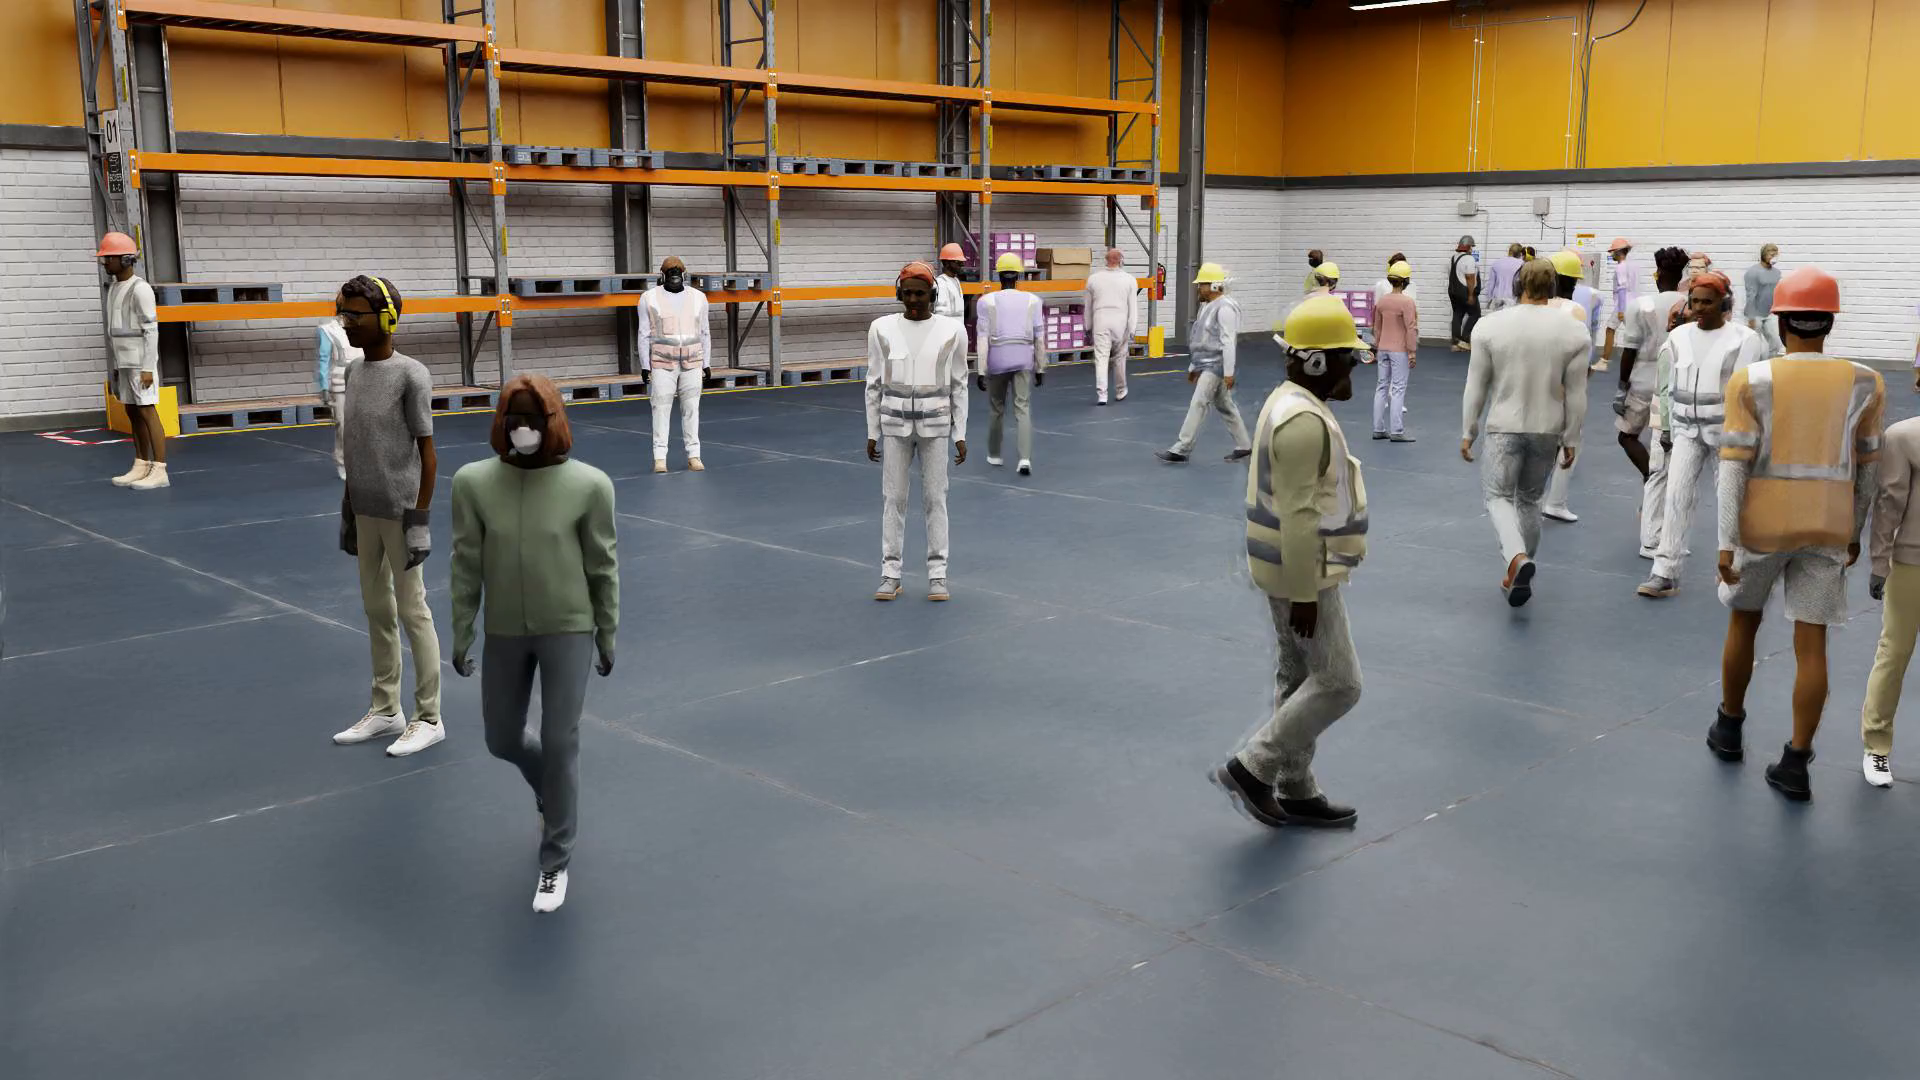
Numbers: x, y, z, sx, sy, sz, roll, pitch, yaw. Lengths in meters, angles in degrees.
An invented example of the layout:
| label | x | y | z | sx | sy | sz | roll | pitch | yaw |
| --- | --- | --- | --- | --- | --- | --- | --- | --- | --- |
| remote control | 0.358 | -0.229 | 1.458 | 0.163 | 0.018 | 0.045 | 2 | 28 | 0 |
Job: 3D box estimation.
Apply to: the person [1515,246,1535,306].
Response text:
| label | x | y | z | sx | sy | sz | roll | pitch | yaw |
| --- | --- | --- | --- | --- | --- | --- | --- | --- | --- |
| person | 9.528 | -3.987 | 27.817 | 0.540 | 1.845 | 0.394 | -7 | 13 | -34 |

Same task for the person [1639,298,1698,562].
| label | x | y | z | sx | sy | sz | roll | pitch | yaw |
| --- | --- | --- | --- | --- | --- | --- | --- | --- | --- |
| person | 4.464 | -0.687 | 10.390 | 0.311 | 1.636 | 0.522 | 8 | 13 | 36 |

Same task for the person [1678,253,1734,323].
| label | x | y | z | sx | sy | sz | roll | pitch | yaw |
| --- | --- | --- | --- | --- | --- | --- | --- | --- | --- |
| person | 7.078 | -1.836 | 16.072 | 0.659 | 1.865 | 0.985 | 9 | 14 | 41 |

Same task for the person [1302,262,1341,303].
| label | x | y | z | sx | sy | sz | roll | pitch | yaw |
| --- | --- | --- | --- | --- | --- | --- | --- | --- | --- |
| person | 3.672 | -1.934 | 16.867 | 0.373 | 1.750 | 0.537 | -6 | 12 | -30 |

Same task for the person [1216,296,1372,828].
| label | x | y | z | sx | sy | sz | roll | pitch | yaw |
| --- | --- | --- | --- | --- | --- | --- | --- | --- | --- |
| person | 1.163 | 0.100 | 5.583 | 0.414 | 1.822 | 0.615 | 1 | 10 | 8 |

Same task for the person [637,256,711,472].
| label | x | y | z | sx | sy | sz | roll | pitch | yaw |
| --- | --- | --- | --- | --- | --- | --- | --- | --- | --- |
| person | -2.437 | -1.502 | 14.277 | 0.634 | 1.842 | 0.429 | -4 | 11 | -21 |

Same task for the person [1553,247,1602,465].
| label | x | y | z | sx | sy | sz | roll | pitch | yaw |
| --- | --- | --- | --- | --- | --- | --- | --- | --- | --- |
| person | 5.272 | -1.577 | 14.480 | 0.543 | 1.914 | 0.419 | 0 | 10 | -2 |

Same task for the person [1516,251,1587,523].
| label | x | y | z | sx | sy | sz | roll | pitch | yaw |
| --- | --- | --- | --- | --- | --- | --- | --- | --- | --- |
| person | 4.168 | -1.051 | 11.626 | 0.591 | 1.906 | 0.622 | -6 | 12 | -31 |

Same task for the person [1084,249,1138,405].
| label | x | y | z | sx | sy | sz | roll | pitch | yaw |
| --- | --- | --- | --- | --- | --- | --- | --- | --- | --- |
| person | 1.822 | -2.566 | 20.070 | 0.663 | 1.848 | 1.007 | 2 | 11 | 12 |

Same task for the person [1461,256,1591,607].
| label | x | y | z | sx | sy | sz | roll | pitch | yaw |
| --- | --- | --- | --- | --- | --- | --- | --- | --- | --- |
| person | 3.073 | -0.575 | 9.033 | 0.639 | 1.915 | 0.771 | 1 | 10 | 6 |

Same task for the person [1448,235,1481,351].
| label | x | y | z | sx | sy | sz | roll | pitch | yaw |
| --- | --- | --- | --- | --- | --- | --- | --- | --- | --- |
| person | 8.791 | -4.295 | 28.966 | 0.535 | 2.000 | 0.709 | -3 | 11 | -16 |

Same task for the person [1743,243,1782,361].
| label | x | y | z | sx | sy | sz | roll | pitch | yaw |
| --- | --- | --- | --- | --- | --- | --- | --- | --- | --- |
| person | 10.432 | -2.884 | 21.619 | 0.640 | 1.921 | 0.541 | -4 | 11 | -21 |

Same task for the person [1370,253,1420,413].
| label | x | y | z | sx | sy | sz | roll | pitch | yaw |
| --- | --- | --- | --- | --- | --- | --- | --- | --- | --- |
| person | 5.048 | -2.422 | 19.339 | 0.533 | 1.833 | 0.951 | -2 | 11 | -9 |

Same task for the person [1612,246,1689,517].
| label | x | y | z | sx | sy | sz | roll | pitch | yaw |
| --- | --- | --- | --- | --- | --- | --- | --- | --- | --- |
| person | 4.916 | -1.079 | 11.669 | 0.638 | 1.949 | 0.474 | -1 | 10 | -6 |

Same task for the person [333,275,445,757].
| label | x | y | z | sx | sy | sz | roll | pitch | yaw |
| --- | --- | --- | --- | --- | --- | --- | --- | --- | --- |
| person | -2.260 | -0.092 | 6.514 | 0.508 | 1.872 | 0.328 | 7 | 12 | 32 |

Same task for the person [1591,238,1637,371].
| label | x | y | z | sx | sy | sz | roll | pitch | yaw |
| --- | --- | --- | --- | --- | --- | --- | --- | --- | --- |
| person | 9.910 | -3.465 | 24.606 | 0.995 | 1.995 | 0.660 | 8 | 13 | 36 |

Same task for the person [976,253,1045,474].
| label | x | y | z | sx | sy | sz | roll | pitch | yaw |
| --- | --- | --- | --- | --- | --- | --- | --- | --- | --- |
| person | 0.438 | -1.518 | 14.284 | 0.608 | 1.882 | 0.994 | -2 | 11 | -10 |

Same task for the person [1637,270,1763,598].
| label | x | y | z | sx | sy | sz | roll | pitch | yaw |
| --- | --- | --- | --- | --- | --- | --- | --- | --- | --- |
| person | 4.258 | -0.600 | 9.413 | 1.004 | 1.838 | 0.598 | -8 | 13 | -37 |

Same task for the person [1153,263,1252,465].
| label | x | y | z | sx | sy | sz | roll | pitch | yaw |
| --- | --- | --- | --- | --- | --- | --- | --- | --- | --- |
| person | 2.207 | -1.545 | 14.685 | 0.950 | 1.780 | 0.615 | -1 | 10 | -6 |

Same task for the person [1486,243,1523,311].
| label | x | y | z | sx | sy | sz | roll | pitch | yaw |
| --- | --- | --- | --- | --- | --- | --- | --- | --- | --- |
| person | 9.252 | -4.037 | 27.989 | 0.795 | 1.887 | 0.656 | -10 | 14 | -42 |

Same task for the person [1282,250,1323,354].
| label | x | y | z | sx | sy | sz | roll | pitch | yaw |
| --- | --- | --- | --- | --- | --- | --- | --- | --- | --- |
| person | 5.981 | -3.969 | 27.909 | 0.981 | 1.787 | 0.630 | 0 | 10 | 2 |

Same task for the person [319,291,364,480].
| label | x | y | z | sx | sy | sz | roll | pitch | yaw |
| --- | --- | --- | --- | --- | --- | --- | --- | --- | --- |
| person | -4.960 | -1.243 | 13.548 | 0.534 | 1.594 | 0.871 | -7 | 13 | -34 |

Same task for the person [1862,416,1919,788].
| label | x | y | z | sx | sy | sz | roll | pitch | yaw |
| --- | --- | --- | --- | --- | --- | --- | --- | --- | --- |
| person | 3.583 | 0.105 | 6.084 | 0.507 | 1.632 | 0.264 | 1 | 10 | 4 |

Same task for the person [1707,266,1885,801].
| label | x | y | z | sx | sy | sz | roll | pitch | yaw |
| --- | --- | --- | --- | --- | --- | --- | --- | --- | --- |
| person | 3.078 | -0.049 | 6.180 | 0.560 | 1.903 | 0.846 | 3 | 11 | 16 |

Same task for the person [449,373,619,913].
| label | x | y | z | sx | sy | sz | roll | pitch | yaw |
| --- | --- | --- | --- | --- | --- | --- | --- | --- | --- |
| person | -1.299 | 0.280 | 5.162 | 0.509 | 1.617 | 0.609 | 0 | 10 | 0 |

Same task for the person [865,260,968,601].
| label | x | y | z | sx | sy | sz | roll | pitch | yaw |
| --- | --- | --- | --- | --- | --- | --- | --- | --- | --- |
| person | -0.242 | -0.597 | 9.221 | 0.573 | 1.887 | 0.355 | 1 | 10 | 4 |

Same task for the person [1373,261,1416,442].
| label | x | y | z | sx | sy | sz | roll | pitch | yaw |
| --- | --- | --- | --- | --- | --- | --- | --- | --- | --- |
| person | 4.294 | -1.846 | 16.359 | 0.310 | 1.769 | 0.533 | -5 | 12 | -26 |

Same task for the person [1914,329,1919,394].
| label | x | y | z | sx | sy | sz | roll | pitch | yaw |
| --- | --- | --- | --- | --- | --- | --- | --- | --- | --- |
| person | 8.001 | -1.364 | 13.587 | 0.677 | 1.826 | 0.574 | -4 | 11 | -20 |

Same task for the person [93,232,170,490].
| label | x | y | z | sx | sy | sz | roll | pitch | yaw |
| --- | --- | --- | --- | --- | --- | --- | --- | --- | --- |
| person | -6.622 | -1.420 | 13.280 | 0.609 | 2.043 | 0.397 | 9 | 14 | 40 |

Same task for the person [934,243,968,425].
| label | x | y | z | sx | sy | sz | roll | pitch | yaw |
| --- | --- | --- | --- | --- | --- | --- | --- | --- | --- |
| person | -0.090 | -2.202 | 17.831 | 0.360 | 1.935 | 0.552 | 3 | 11 | 18 |
